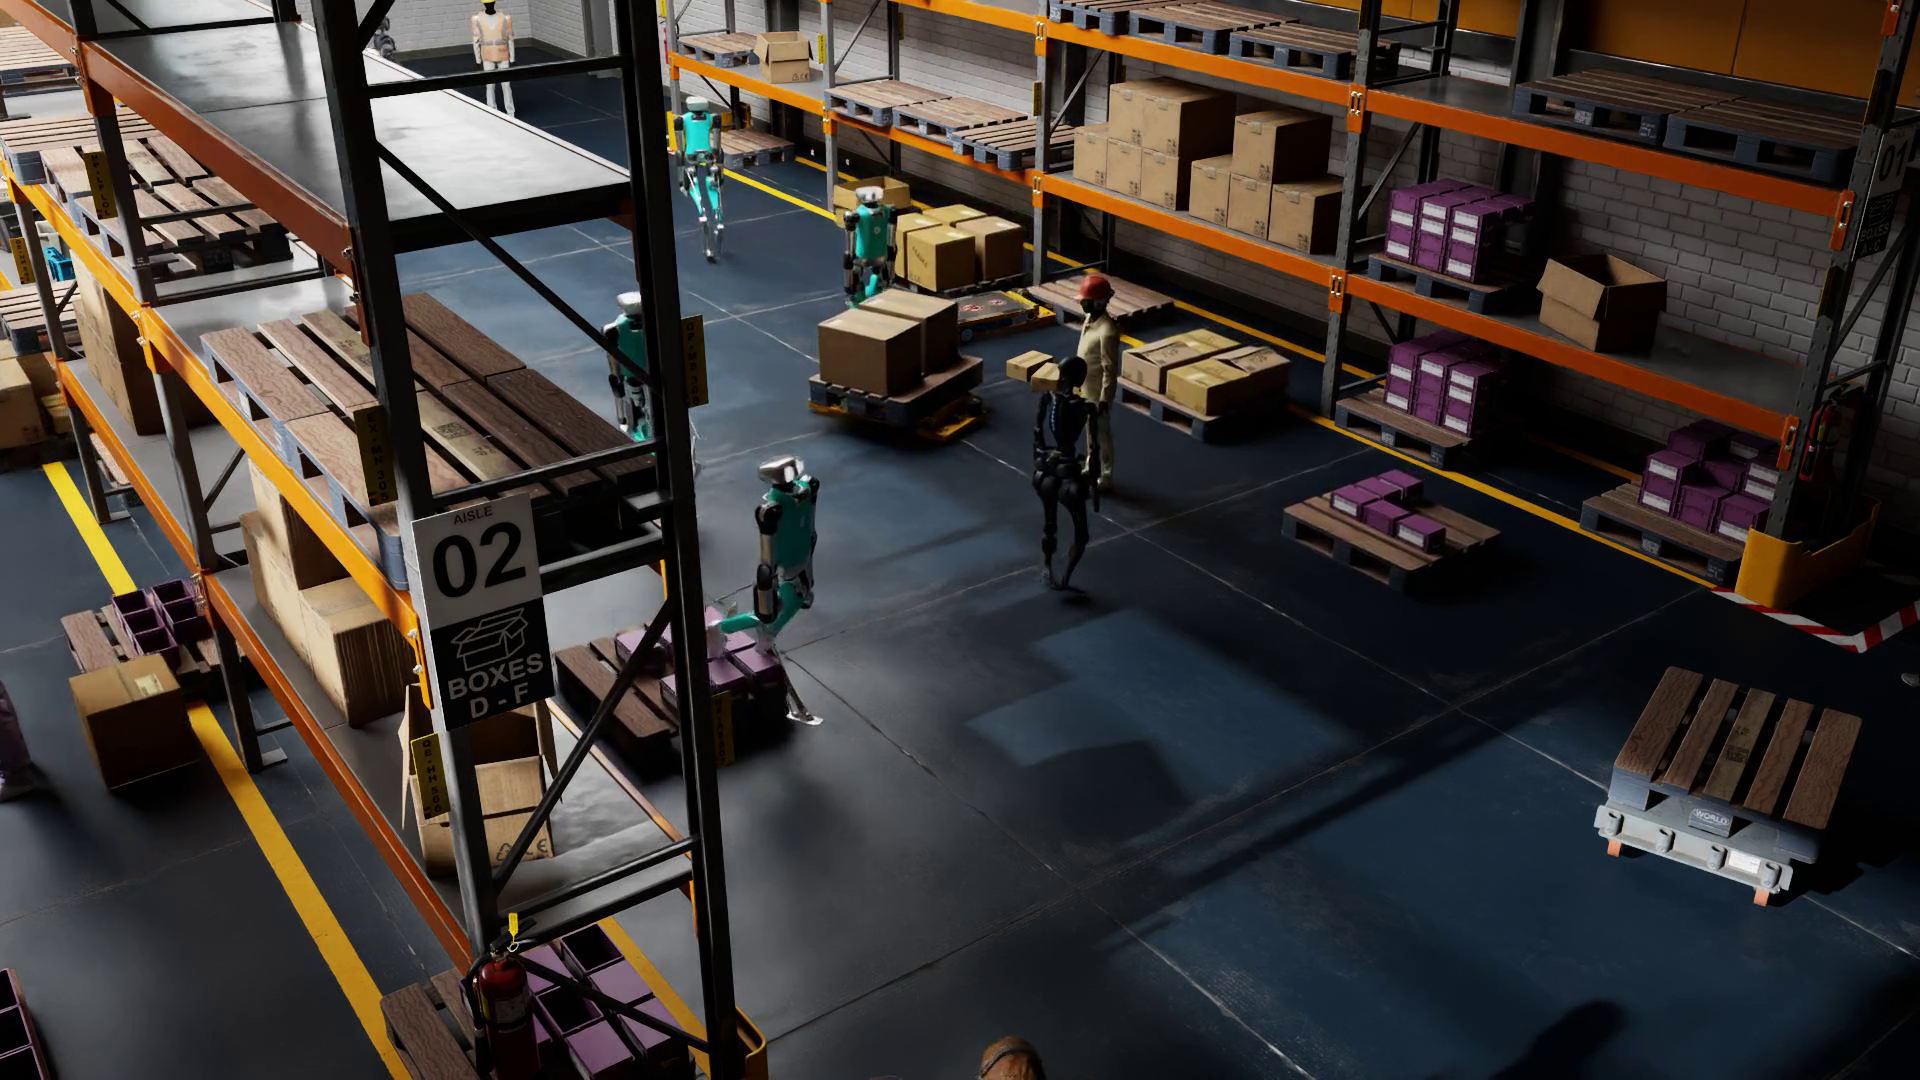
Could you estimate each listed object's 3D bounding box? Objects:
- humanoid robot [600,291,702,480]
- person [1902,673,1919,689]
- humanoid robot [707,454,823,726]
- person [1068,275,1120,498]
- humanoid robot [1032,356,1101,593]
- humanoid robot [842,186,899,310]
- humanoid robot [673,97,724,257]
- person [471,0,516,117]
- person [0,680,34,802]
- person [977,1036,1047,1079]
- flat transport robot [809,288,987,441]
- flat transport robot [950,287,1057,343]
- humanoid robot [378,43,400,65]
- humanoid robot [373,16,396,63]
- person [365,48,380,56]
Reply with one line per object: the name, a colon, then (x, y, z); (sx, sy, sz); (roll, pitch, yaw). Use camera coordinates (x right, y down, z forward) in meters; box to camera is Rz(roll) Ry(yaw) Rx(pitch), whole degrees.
humanoid robot: (-2.186, -0.892, 12.140); (0.557, 1.803, 0.667); (-23, 35, -38)
person: (6.186, 0.050, 10.018); (0.501, 1.949, 0.416); (-16, 31, -29)
humanoid robot: (-1.281, 0.267, 9.846); (0.970, 1.772, 0.535); (13, 30, 24)
person: (1.016, -1.169, 12.665); (0.340, 1.743, 0.565); (-5, 27, -10)
humanoid robot: (0.691, -0.436, 11.294); (0.608, 1.644, 0.424); (24, 35, 39)
humanoid robot: (-0.955, -2.434, 15.222); (0.532, 1.762, 0.940); (-16, 31, -28)
humanoid robot: (-2.745, -3.839, 18.026); (0.543, 1.803, 0.802); (-11, 29, -21)
person: (-6.706, -6.969, 24.006); (0.586, 1.927, 0.360); (-8, 28, -15)
person: (-5.467, 0.556, 9.075); (0.405, 1.900, 0.634); (-17, 31, -30)
person: (0.170, 2.429, 5.468); (0.693, 1.807, 0.646); (22, 34, 37)
flat transport robot: (-0.539, -1.171, 14.317); (1.431, 0.231, 0.659); (16, 31, 29)
flat transport robot: (0.181, -2.195, 16.354); (1.431, 0.231, 0.659); (-15, 30, -27)
humanoid robot: (-7.356, -5.587, 21.564); (0.614, 1.640, 0.606); (-9, 28, -17)
humanoid robot: (-8.076, -6.595, 23.582); (0.771, 1.623, 0.608); (-20, 33, -35)
person: (-7.205, -5.300, 20.913); (0.602, 1.724, 0.754); (-1, 27, -3)
